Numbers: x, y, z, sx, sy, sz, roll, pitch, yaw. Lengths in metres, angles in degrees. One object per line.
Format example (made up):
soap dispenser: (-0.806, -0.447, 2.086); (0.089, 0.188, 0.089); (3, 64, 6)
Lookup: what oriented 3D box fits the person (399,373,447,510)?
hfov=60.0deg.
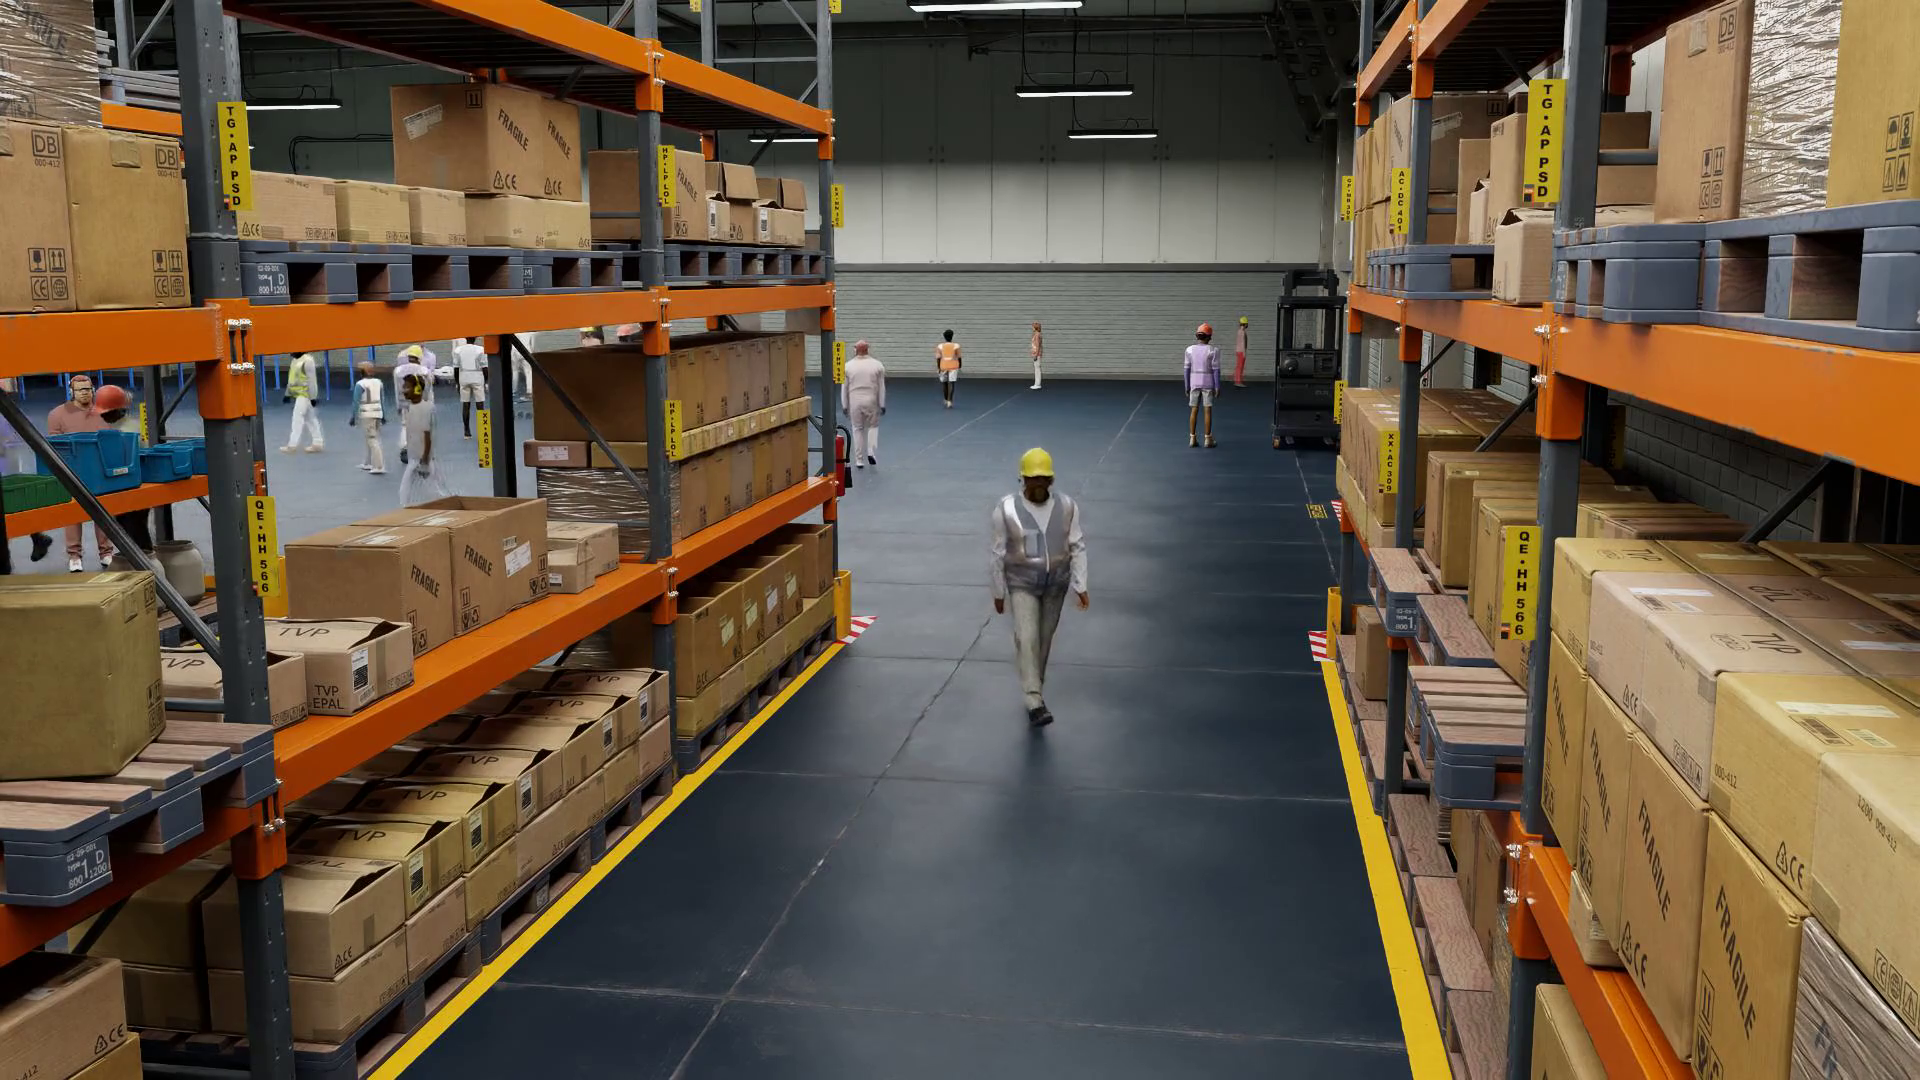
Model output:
person: (-5.761, -0.888, 17.946); (0.941, 1.836, 0.530); (-8, 12, -39)

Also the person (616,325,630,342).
person: (-6.301, -3.115, 31.476); (0.555, 1.904, 0.956); (4, 10, 22)

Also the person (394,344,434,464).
person: (-8.254, -2.046, 25.139); (0.594, 1.812, 0.758); (-1, 9, -3)

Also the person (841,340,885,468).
person: (-1.442, -2.024, 24.751); (0.668, 1.889, 0.466); (0, 9, -1)

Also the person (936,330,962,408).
person: (-0.224, -3.669, 35.647); (0.537, 1.649, 0.887); (2, 9, 11)

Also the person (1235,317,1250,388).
person: (7.102, -4.718, 41.765); (0.330, 1.765, 0.533); (0, 9, -3)

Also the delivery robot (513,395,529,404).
delivery robot: (-8.844, -2.803, 32.717); (0.335, 0.223, 0.698); (8, 12, 41)

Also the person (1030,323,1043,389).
person: (1.897, -4.558, 41.164); (0.307, 1.640, 0.520); (0, 9, 1)

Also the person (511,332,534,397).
person: (-10.186, -4.265, 38.602); (0.639, 1.889, 1.001); (-6, 11, -33)

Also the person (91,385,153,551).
person: (-7.295, -0.394, 14.555); (0.498, 1.939, 0.658); (-7, 11, -37)

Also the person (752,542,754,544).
person: (-1.959, -0.525, 16.293); (0.313, 1.638, 0.521); (0, 9, 0)

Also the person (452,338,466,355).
person: (-12.436, -4.618, 41.667); (0.535, 1.579, 0.831); (-3, 10, -16)

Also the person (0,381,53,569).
person: (-9.335, -0.659, 16.266); (0.568, 1.913, 0.607); (6, 11, 35)

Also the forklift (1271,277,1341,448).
forklift: (5.847, -3.016, 27.970); (1.129, 2.768, 1.873); (1, 9, 9)

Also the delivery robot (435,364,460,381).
delivery robot: (-13.129, -4.271, 42.571); (0.707, 0.478, 0.477); (6, 11, 34)

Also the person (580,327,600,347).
person: (-8.109, -3.877, 36.603); (0.537, 1.754, 0.448); (4, 10, 24)

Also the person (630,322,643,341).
person: (-6.576, -3.684, 34.702); (0.608, 1.987, 0.388); (-5, 10, -26)

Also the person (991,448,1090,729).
person: (0.530, 0.300, 10.745); (0.591, 1.781, 0.924); (-3, 10, -16)

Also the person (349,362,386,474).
person: (-8.606, -1.763, 24.021); (0.730, 1.613, 0.518); (3, 10, 20)

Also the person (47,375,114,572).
person: (-8.538, -0.658, 16.285); (0.638, 1.911, 0.406); (-9, 13, -44)

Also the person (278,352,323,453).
person: (-10.669, -2.297, 26.707); (0.856, 1.803, 0.616); (-6, 11, -34)

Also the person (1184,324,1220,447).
person: (4.043, -2.574, 27.682); (0.615, 2.041, 0.392); (5, 10, 28)

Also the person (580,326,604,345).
person: (-9.451, -5.034, 42.994); (0.539, 2.000, 0.688); (5, 11, 29)

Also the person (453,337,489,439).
person: (-8.494, -2.741, 28.948); (0.607, 1.966, 0.373); (0, 9, 2)

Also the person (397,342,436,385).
person: (-9.293, -2.583, 28.454); (0.641, 1.826, 1.123); (-4, 10, -22)
